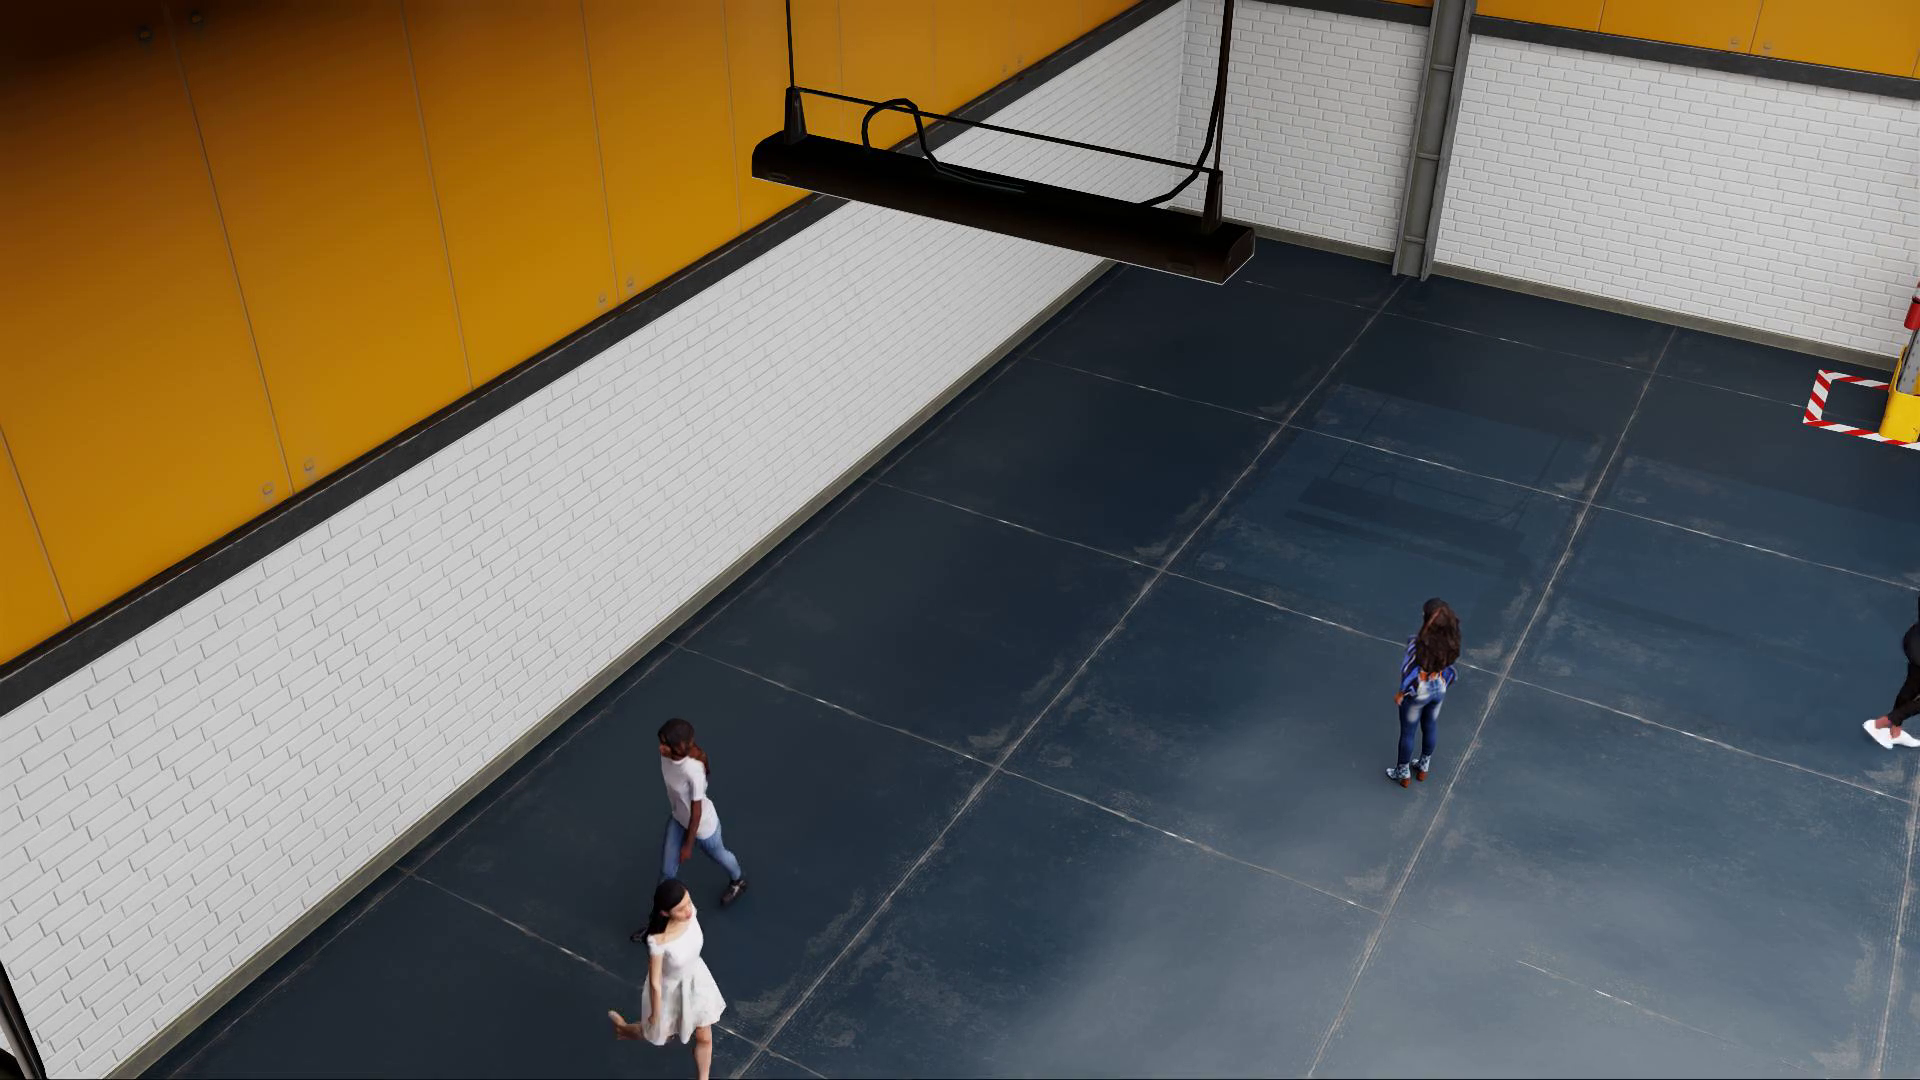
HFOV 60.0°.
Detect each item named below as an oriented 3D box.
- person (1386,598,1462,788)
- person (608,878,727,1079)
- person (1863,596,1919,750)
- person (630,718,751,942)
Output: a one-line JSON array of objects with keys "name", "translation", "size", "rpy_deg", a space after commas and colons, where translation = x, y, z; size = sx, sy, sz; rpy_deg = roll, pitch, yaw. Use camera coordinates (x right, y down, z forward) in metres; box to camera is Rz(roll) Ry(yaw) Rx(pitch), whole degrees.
[{"name": "person", "translation": [3.322, 1.086, 11.927], "size": [0.692, 1.614, 0.736], "rpy_deg": [-11, 35, -16]}, {"name": "person", "translation": [-1.683, 2.581, 9.558], "size": [1.018, 1.747, 0.596], "rpy_deg": [17, 37, 23]}, {"name": "person", "translation": [7.017, 0.827, 12.219], "size": [0.817, 1.721, 0.740], "rpy_deg": [5, 34, 7]}, {"name": "person", "translation": [-1.651, 1.822, 10.771], "size": [1.141, 1.666, 0.819], "rpy_deg": [27, 42, 34]}]
